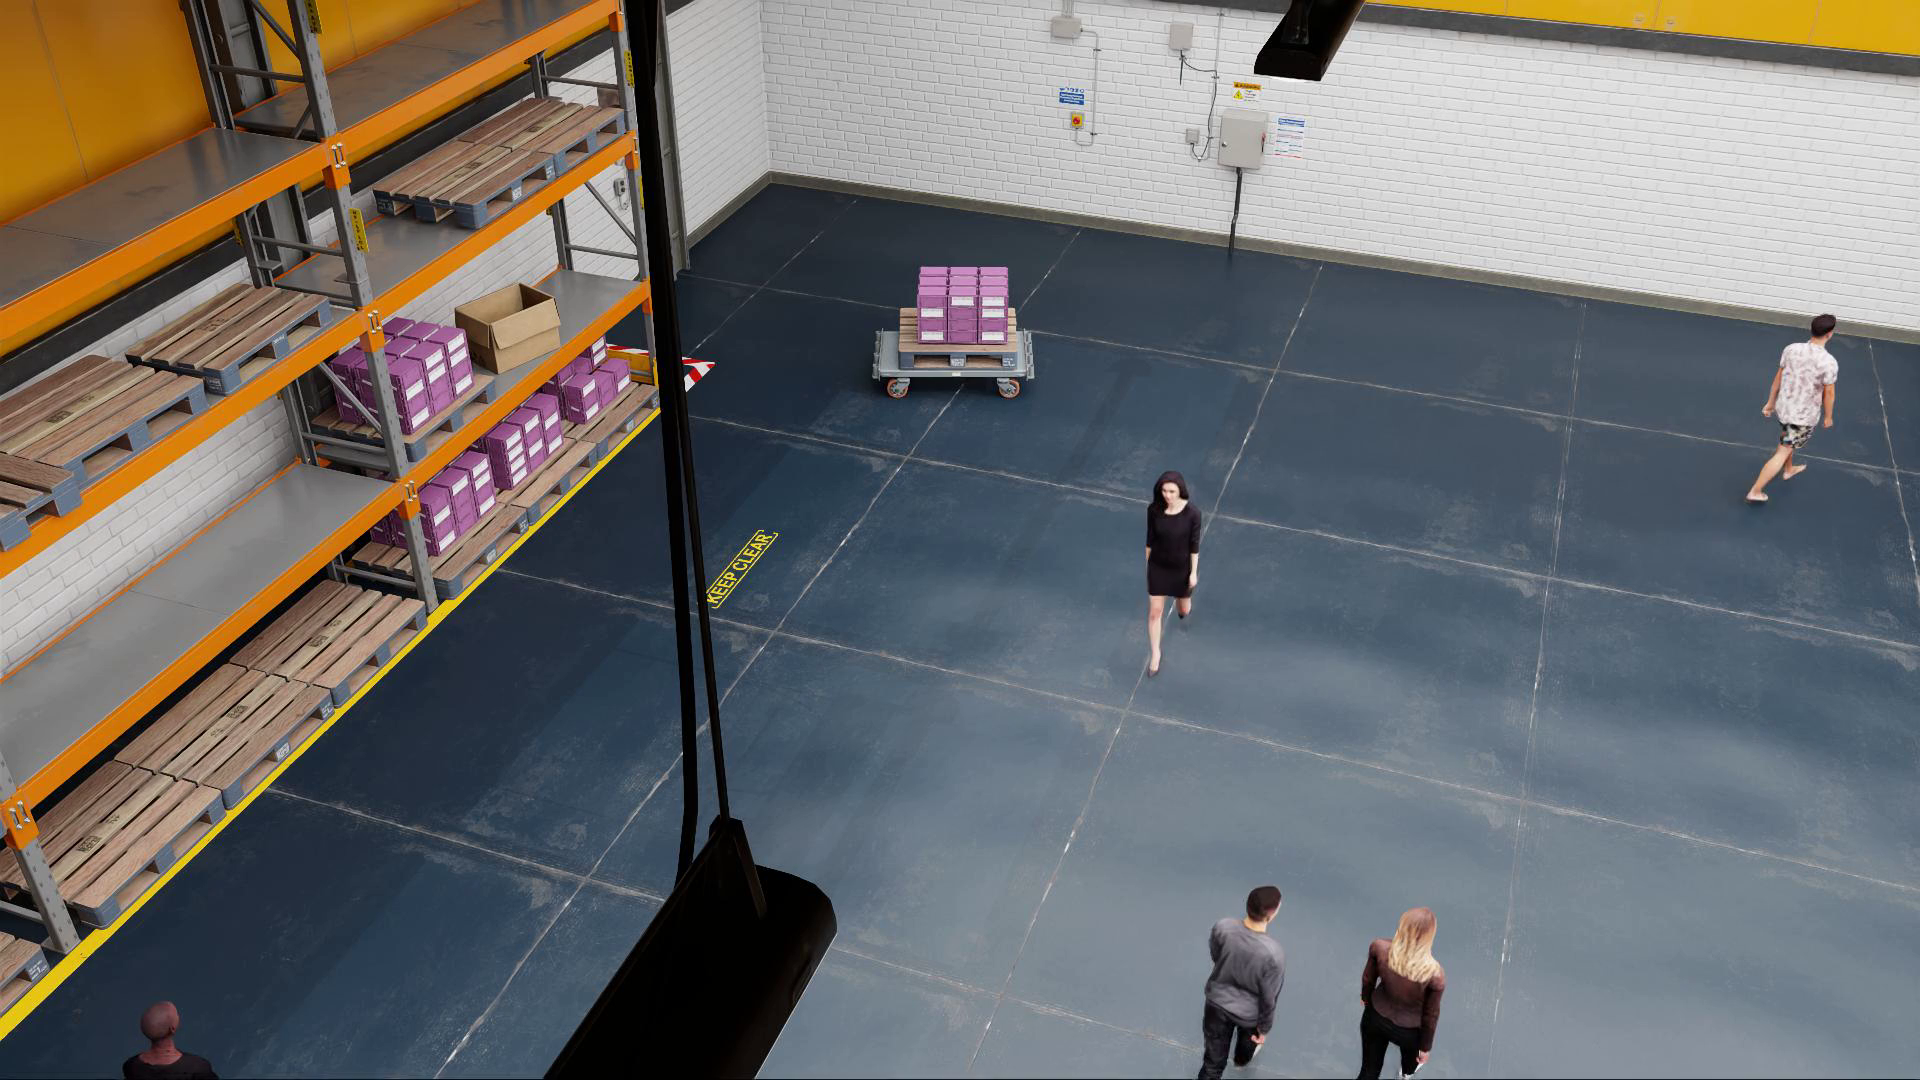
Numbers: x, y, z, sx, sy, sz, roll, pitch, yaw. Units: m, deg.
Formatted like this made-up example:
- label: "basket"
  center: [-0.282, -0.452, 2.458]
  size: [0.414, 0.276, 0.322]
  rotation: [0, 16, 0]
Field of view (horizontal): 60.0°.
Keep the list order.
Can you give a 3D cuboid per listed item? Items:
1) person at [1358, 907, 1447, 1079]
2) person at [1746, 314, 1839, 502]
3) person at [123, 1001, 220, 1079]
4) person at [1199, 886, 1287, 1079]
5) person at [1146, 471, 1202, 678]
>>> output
- label: "person"
  center: [2.369, 2.747, 9.227]
  size: [0.807, 1.664, 1.122]
  rotation: [20, 39, 28]
- label: "person"
  center: [7.493, -1.143, 14.977]
  size: [1.208, 1.777, 1.147]
  rotation: [-15, 36, -21]
- label: "person"
  center: [-4.013, 3.111, 8.614]
  size: [0.707, 1.737, 0.747]
  rotation: [0, 34, 0]
- label: "person"
  center: [1.510, 2.669, 9.300]
  size: [0.711, 1.713, 1.180]
  rotation: [17, 37, 23]
- label: "person"
  center: [1.664, 0.215, 12.938]
  size: [0.624, 1.774, 0.975]
  rotation: [10, 35, 15]
